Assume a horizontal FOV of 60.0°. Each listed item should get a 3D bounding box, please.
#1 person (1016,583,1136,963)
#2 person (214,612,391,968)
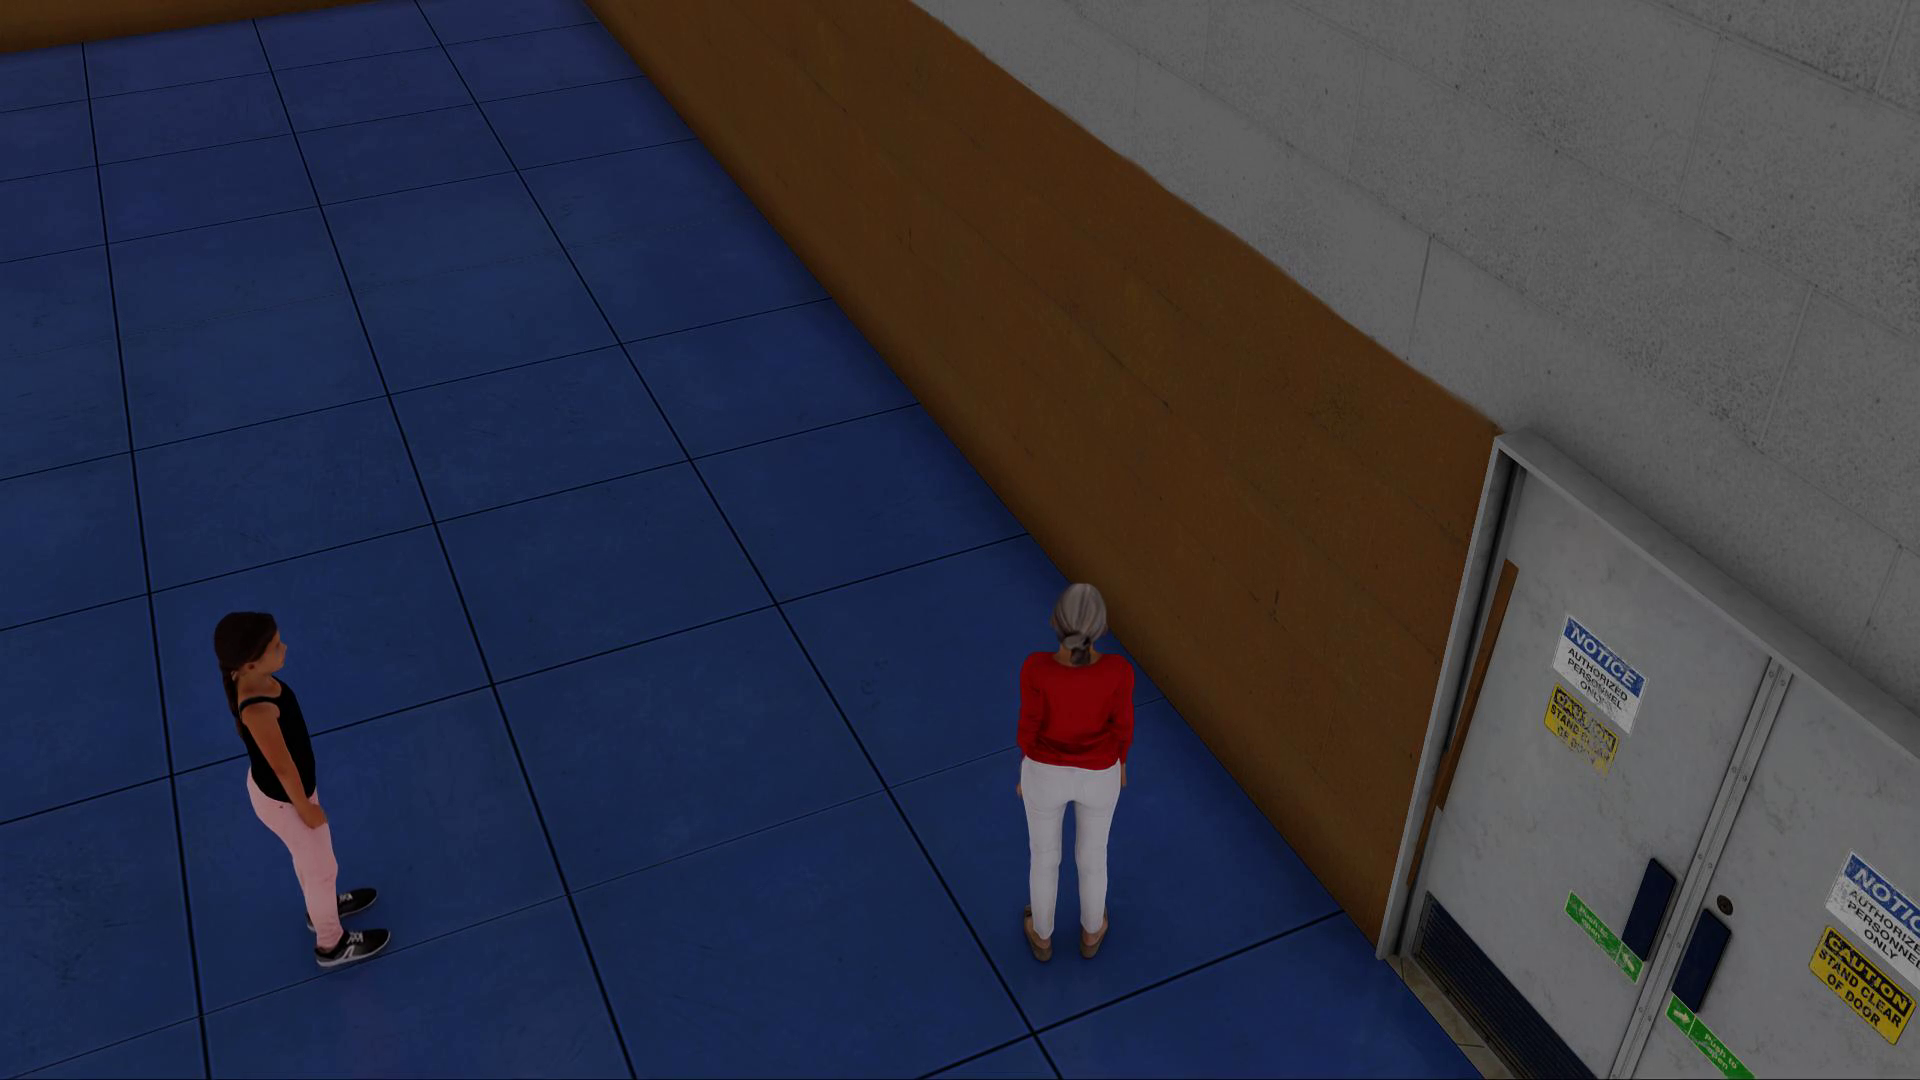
[{"bbox_3d":[0.383,0.819,5.719,0.599,1.694,0.697,-1,37,-1],"label":"person"},{"bbox_3d":[-2.330,0.870,5.761,0.536,1.563,0.532,-19,41,-24],"label":"person"}]
